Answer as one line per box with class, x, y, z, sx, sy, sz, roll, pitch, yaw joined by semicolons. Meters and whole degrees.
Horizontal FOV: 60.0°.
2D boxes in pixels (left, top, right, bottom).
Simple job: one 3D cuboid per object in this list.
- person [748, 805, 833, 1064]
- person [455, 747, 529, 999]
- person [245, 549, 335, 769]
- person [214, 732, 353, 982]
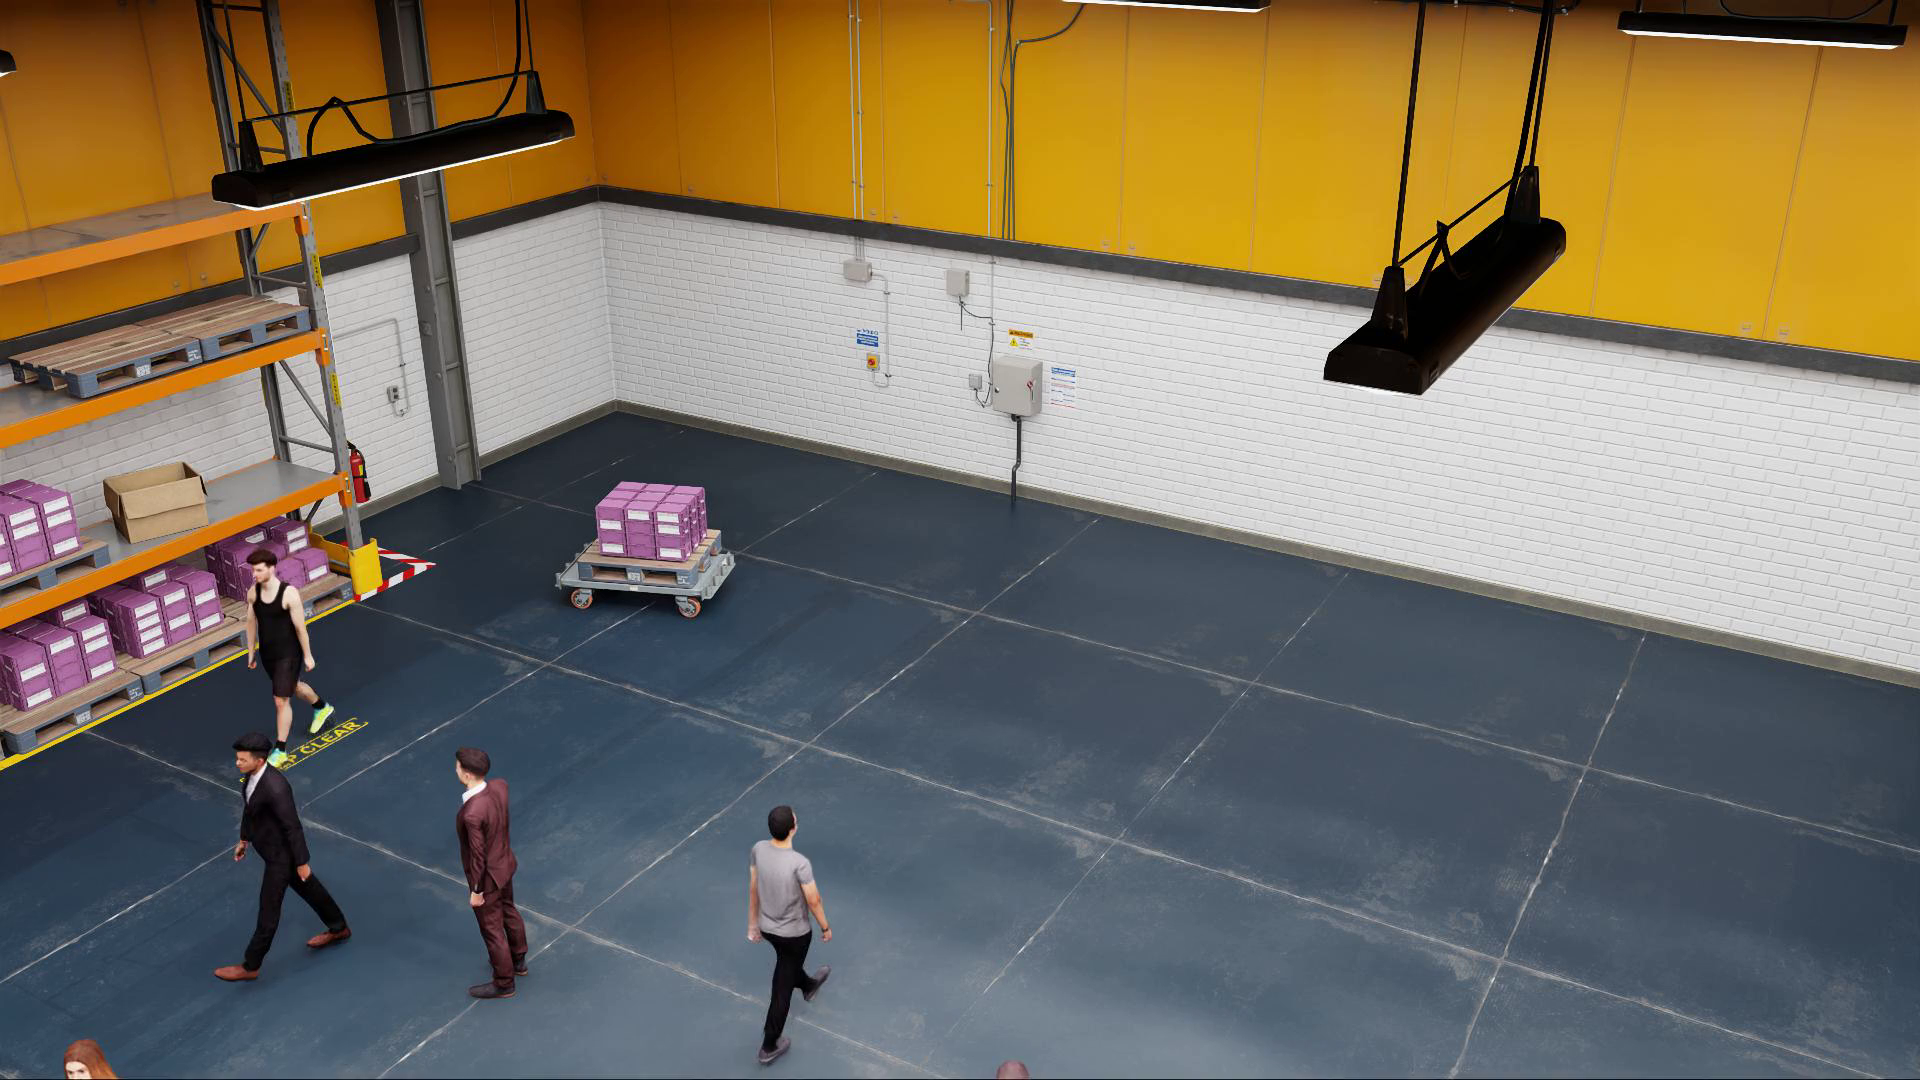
person;-1.166;2.531;10.617;0.694;1.710;1.144;15;28;31
person;-3.150;2.212;11.153;0.815;1.864;0.657;4;24;9
person;-5.701;0.930;14.104;0.863;1.851;1.250;8;25;17
person;-4.575;2.103;11.449;1.295;1.827;1.052;-16;28;-32
